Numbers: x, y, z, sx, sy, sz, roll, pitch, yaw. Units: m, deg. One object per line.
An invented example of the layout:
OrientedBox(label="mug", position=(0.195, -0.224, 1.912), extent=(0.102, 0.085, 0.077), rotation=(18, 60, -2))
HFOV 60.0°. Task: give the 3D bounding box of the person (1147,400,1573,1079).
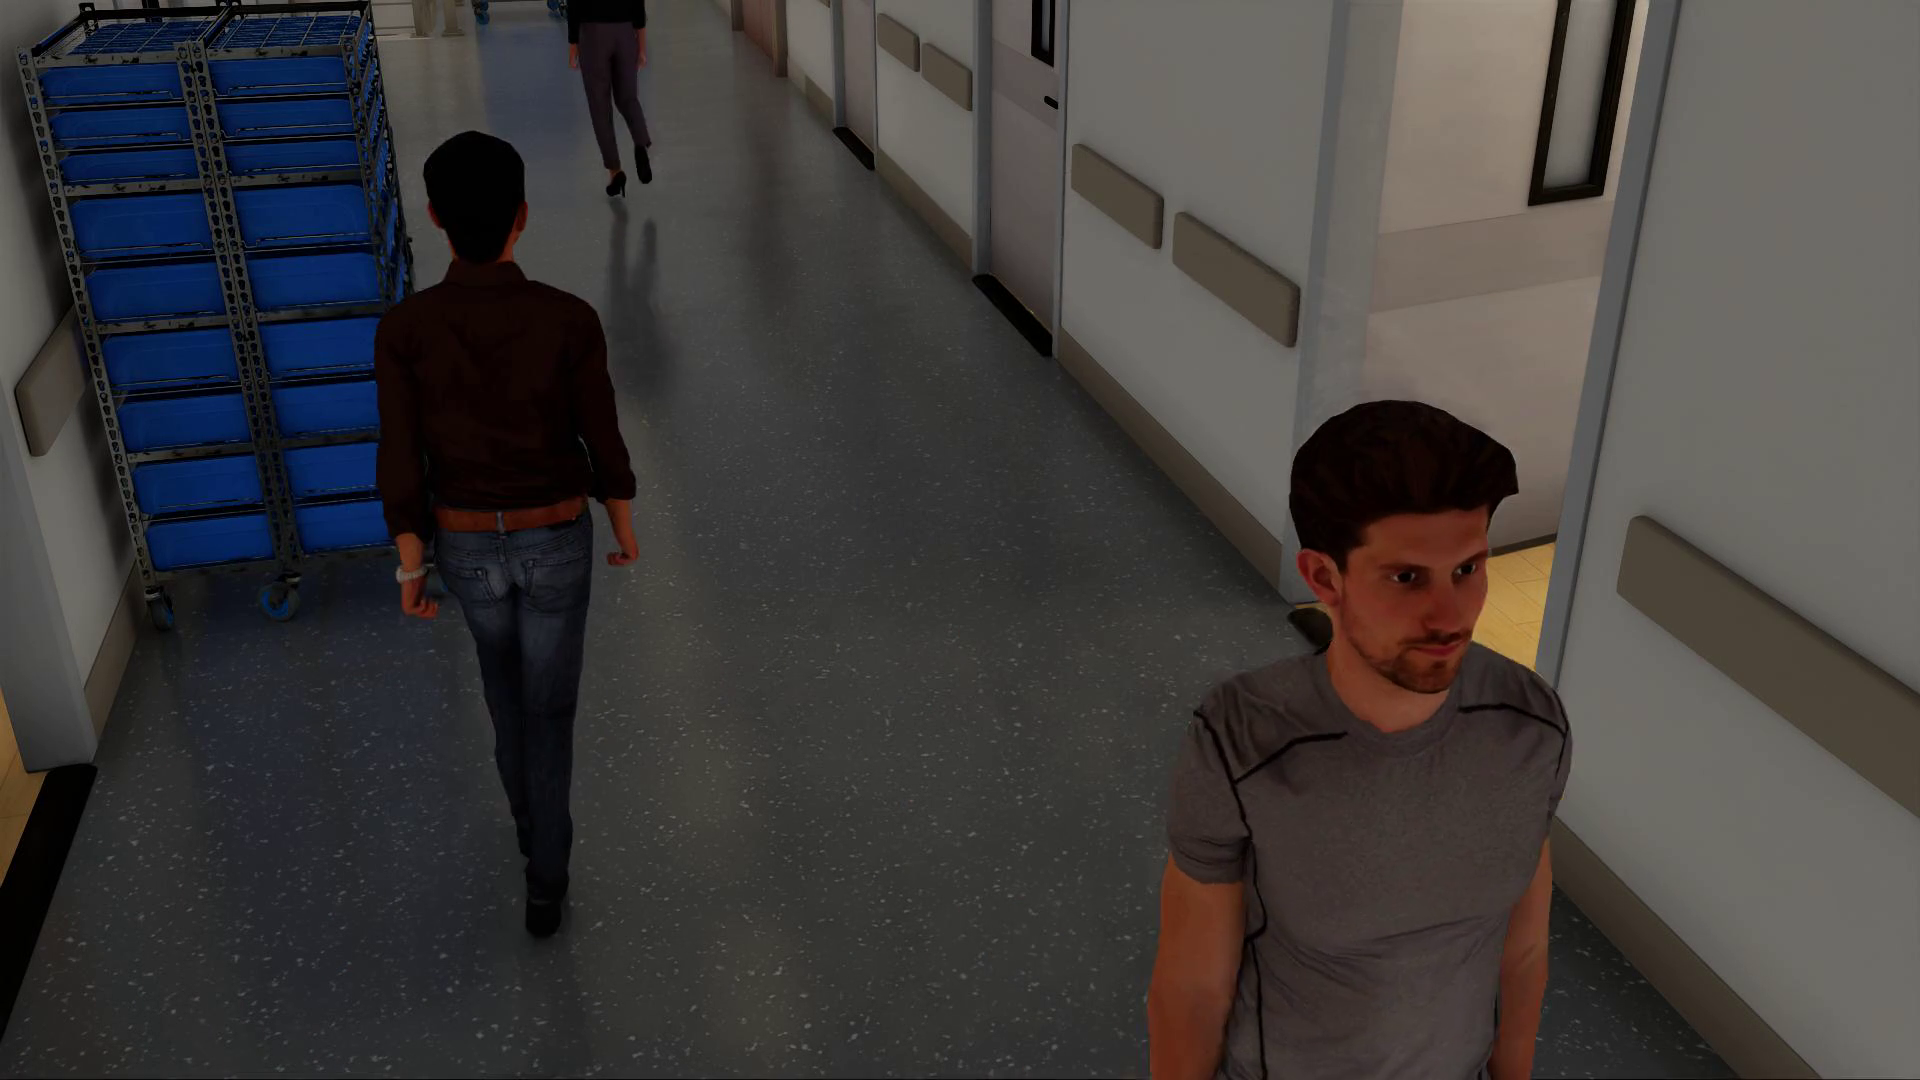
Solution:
OrientedBox(label="person", position=(0.442, 0.685, 2.091), extent=(0.636, 1.875, 0.987), rotation=(-6, 26, -13))

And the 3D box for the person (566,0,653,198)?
OrientedBox(label="person", position=(-1.970, -2.764, 9.494), extent=(0.718, 1.657, 0.801), rotation=(-16, 30, -30))

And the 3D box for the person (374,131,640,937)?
OrientedBox(label="person", position=(-0.939, 0.070, 3.499), extent=(0.714, 1.761, 0.790), rotation=(-3, 26, -6))
